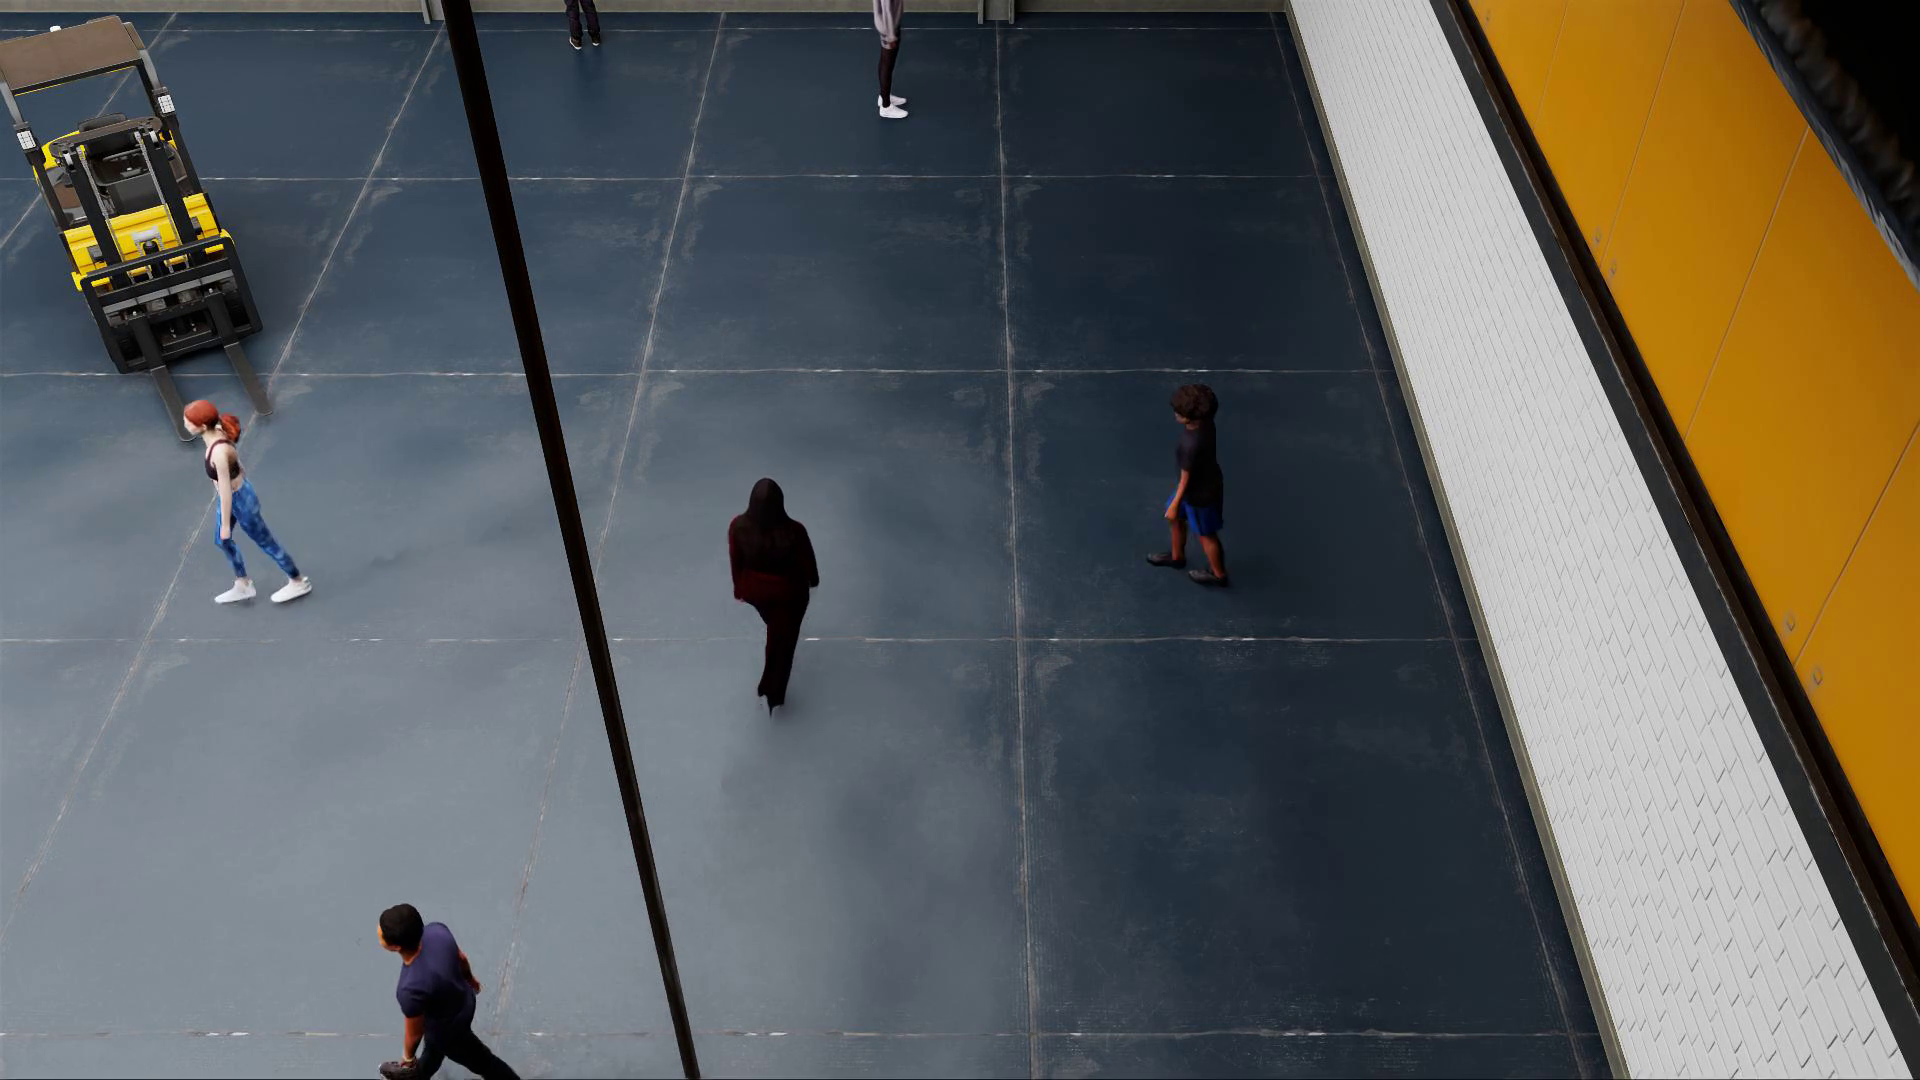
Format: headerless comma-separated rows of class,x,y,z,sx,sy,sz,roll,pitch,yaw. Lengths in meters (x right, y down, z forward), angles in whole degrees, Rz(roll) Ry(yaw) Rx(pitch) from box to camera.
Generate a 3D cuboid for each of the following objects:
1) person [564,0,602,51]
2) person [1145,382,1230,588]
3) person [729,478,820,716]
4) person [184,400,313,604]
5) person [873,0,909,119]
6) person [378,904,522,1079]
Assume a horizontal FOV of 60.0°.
person,-3.988,-5.805,17.192,0.561,1.453,0.705,-16,46,-16
person,1.696,-0.343,11.245,0.891,1.748,0.715,14,45,14
person,-1.193,0.391,10.509,1.121,1.700,0.871,7,44,7
person,-4.709,-0.238,11.122,0.945,1.765,0.797,-21,47,-21
person,-0.710,-4.967,16.082,0.538,1.771,0.622,-2,44,-3
person,-2.484,2.403,8.357,1.023,1.755,0.666,1,44,1
